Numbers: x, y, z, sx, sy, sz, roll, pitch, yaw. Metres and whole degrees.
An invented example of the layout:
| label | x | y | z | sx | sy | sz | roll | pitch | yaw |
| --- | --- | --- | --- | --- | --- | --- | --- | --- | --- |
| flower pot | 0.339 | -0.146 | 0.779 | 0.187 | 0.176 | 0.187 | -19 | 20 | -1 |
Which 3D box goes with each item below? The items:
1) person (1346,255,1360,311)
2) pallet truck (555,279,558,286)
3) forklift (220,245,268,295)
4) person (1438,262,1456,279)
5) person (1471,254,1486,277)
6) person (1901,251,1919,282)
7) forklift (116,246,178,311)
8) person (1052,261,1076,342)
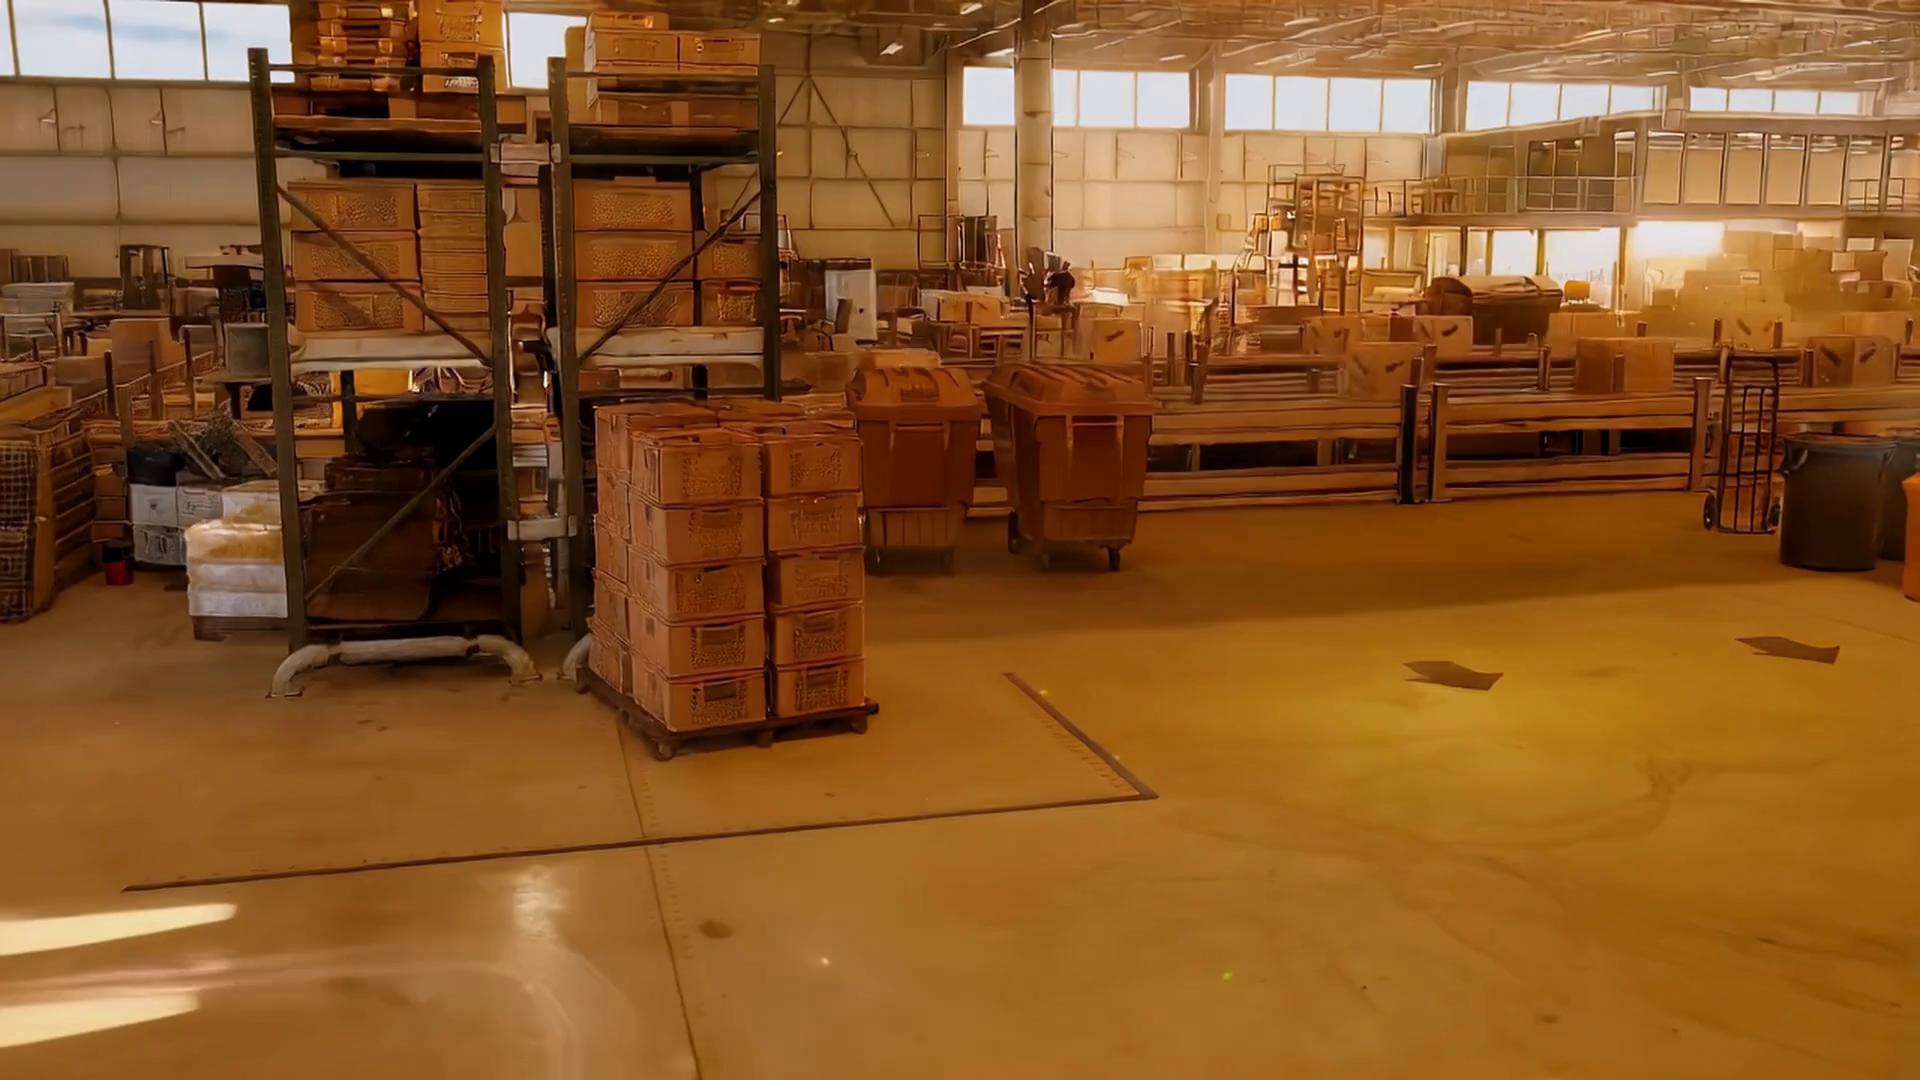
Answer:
| label | x | y | z | sx | sy | sz | roll | pitch | yaw |
| --- | --- | --- | --- | --- | --- | --- | --- | --- | --- |
| person | 12.851 | -8.409 | 54.395 | 0.573 | 1.883 | 0.354 | 8 | 13 | 39 |
| pallet truck | -10.604 | -6.375 | 44.520 | 0.653 | 1.274 | 1.630 | -3 | 10 | -15 |
| forklift | -17.749 | -6.334 | 41.440 | 1.157 | 1.987 | 2.680 | -3 | 10 | -17 |
| person | 12.580 | -6.305 | 42.927 | 0.532 | 1.724 | 0.884 | 0 | 10 | -2 |
| person | 17.610 | -8.820 | 56.742 | 0.599 | 1.886 | 0.952 | -4 | 11 | -20 |
| person | 22.399 | -5.769 | 38.996 | 0.691 | 2.000 | 0.781 | 0 | 10 | 1 |
| forklift | -19.966 | -6.232 | 40.894 | 1.157 | 1.987 | 2.680 | -3 | 10 | -15 |
| person | 2.259 | -5.124 | 36.007 | 0.506 | 1.807 | 0.994 | 5 | 11 | 25 |
